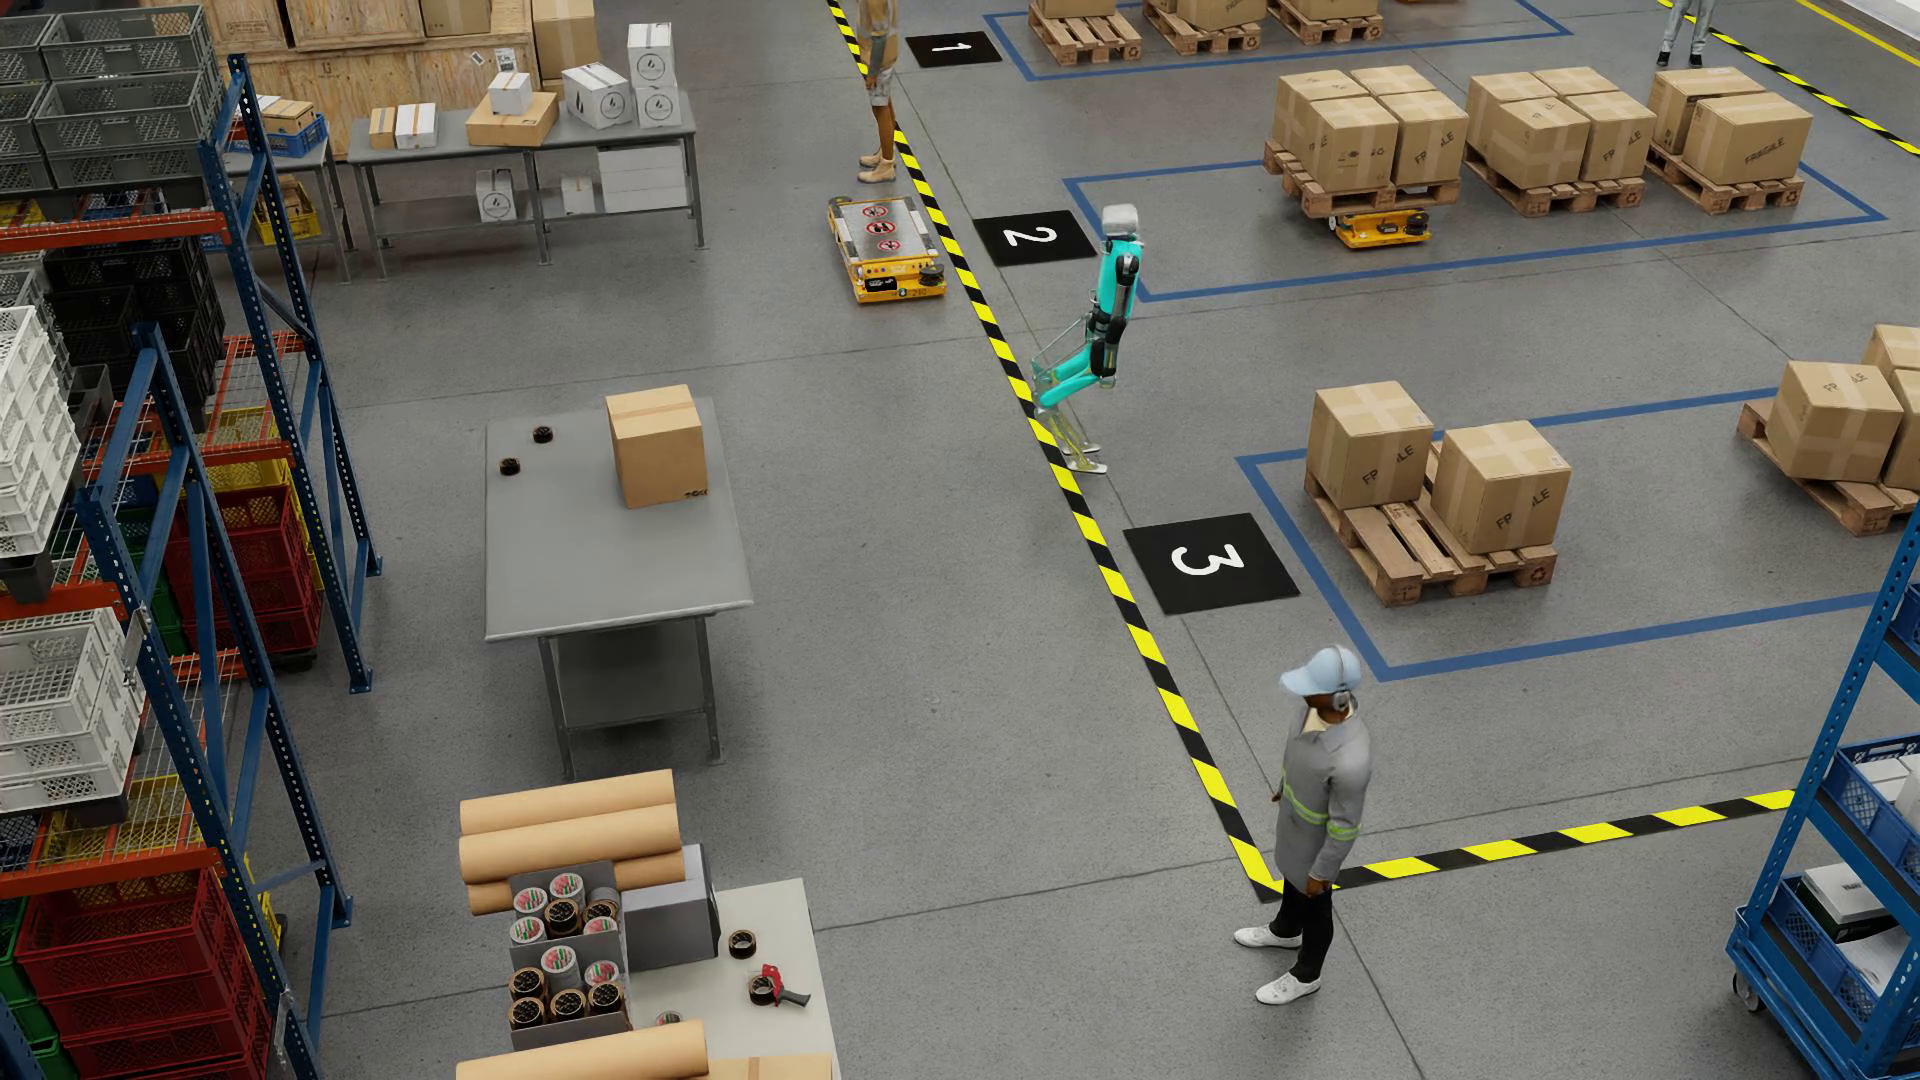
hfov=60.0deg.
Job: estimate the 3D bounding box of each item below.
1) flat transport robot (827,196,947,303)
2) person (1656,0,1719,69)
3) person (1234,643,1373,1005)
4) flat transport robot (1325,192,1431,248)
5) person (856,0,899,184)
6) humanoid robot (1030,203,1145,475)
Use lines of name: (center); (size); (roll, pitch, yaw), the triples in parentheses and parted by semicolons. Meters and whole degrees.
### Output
flat transport robot: (-0.570, -2.220, 12.538); (0.659, 0.231, 1.431); (-8, 37, -10)
person: (6.889, -5.271, 15.337); (0.589, 1.821, 0.404); (10, 38, 14)
person: (1.391, 1.139, 6.696); (0.378, 1.853, 0.587); (-4, 37, -6)
flat transport robot: (3.134, -2.740, 13.213); (0.652, 0.197, 1.431); (-8, 37, -10)
person: (-0.672, -3.855, 13.247); (0.366, 2.047, 0.606); (1, 37, 2)
humanoid robot: (0.677, -1.168, 9.780); (0.735, 1.677, 0.533); (-1, 37, -1)
